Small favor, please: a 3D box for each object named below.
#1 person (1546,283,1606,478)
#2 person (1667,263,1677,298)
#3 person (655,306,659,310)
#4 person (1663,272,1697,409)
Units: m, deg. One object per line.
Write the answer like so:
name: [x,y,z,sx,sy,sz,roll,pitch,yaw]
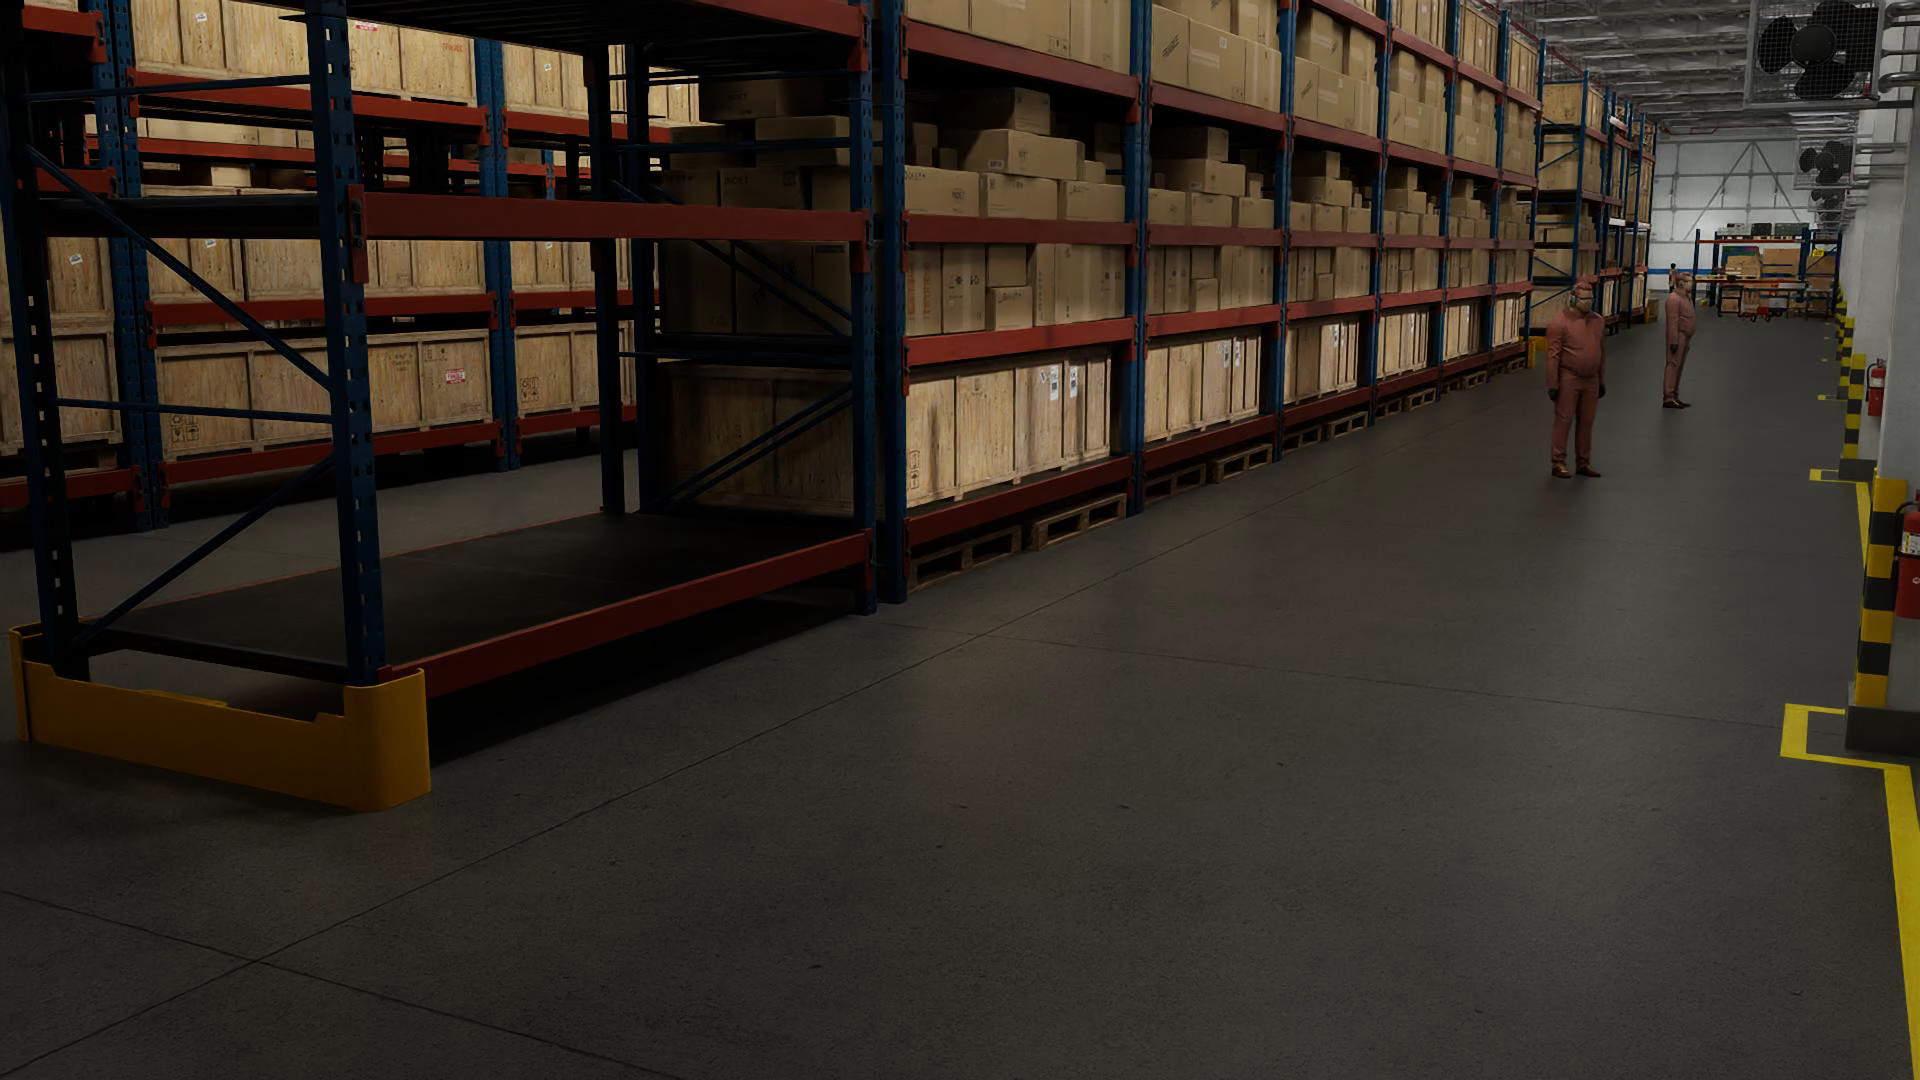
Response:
person: [5.983,-1.538,16.124,0.653,1.894,0.401,-3,10,-19]
person: [33.935,-12.331,79.191,0.540,1.688,0.319,-8,13,-39]
person: [-4.770,-3.354,26.523,0.543,1.928,0.372,-4,10,-20]
person: [10.144,-2.810,23.421,0.407,1.913,0.641,7,12,36]
